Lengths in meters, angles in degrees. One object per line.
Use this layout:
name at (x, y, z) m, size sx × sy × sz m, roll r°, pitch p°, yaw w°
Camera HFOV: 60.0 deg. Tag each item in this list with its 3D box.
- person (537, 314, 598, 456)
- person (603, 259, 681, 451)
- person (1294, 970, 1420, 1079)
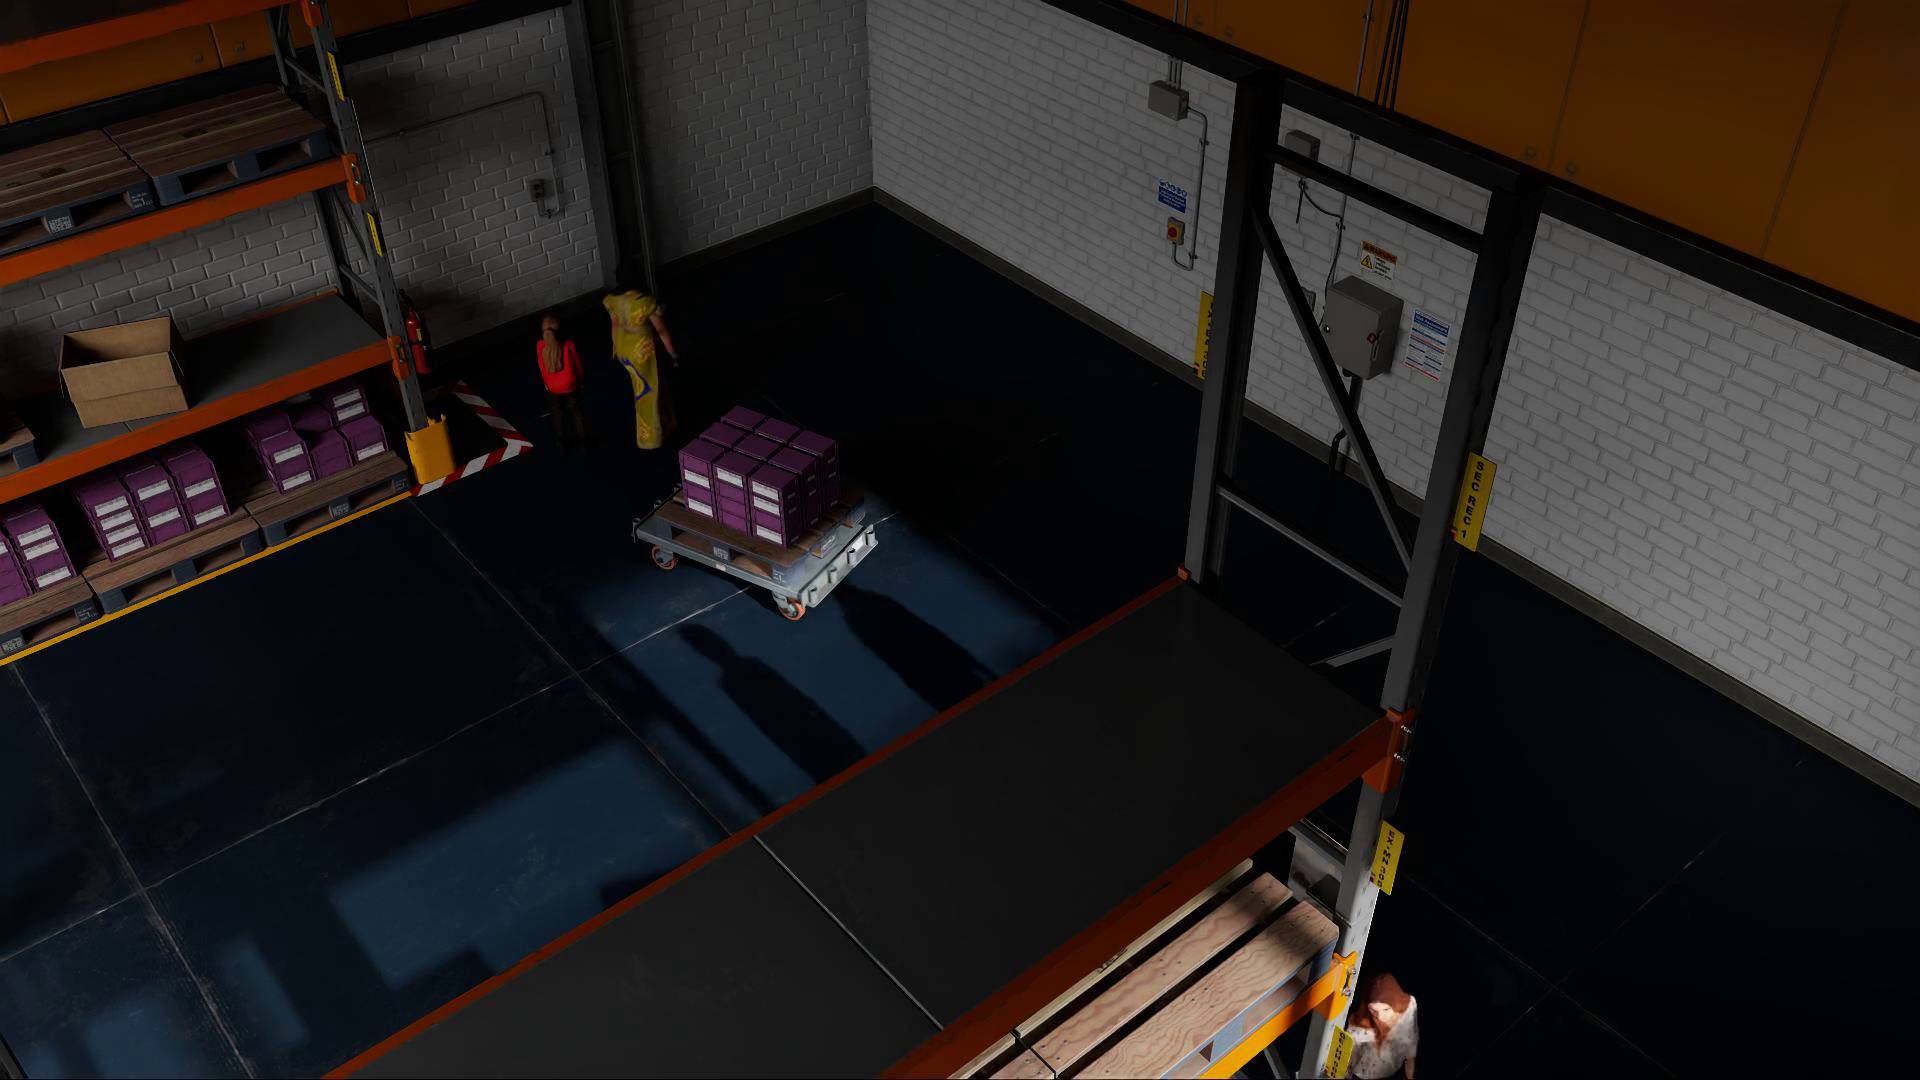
person at (-3.191, -1.256, 13.373) m, size 0.589 × 1.280 × 0.653 m, roll 1°, pitch 39°, yaw 1°
person at (-2.606, -1.451, 13.339) m, size 0.923 × 1.629 × 0.992 m, roll 20°, pitch 43°, yaw 24°
person at (1.975, 2.592, 8.224) m, size 0.963 × 1.694 × 0.717 m, roll -25°, pitch 45°, yaw -28°
